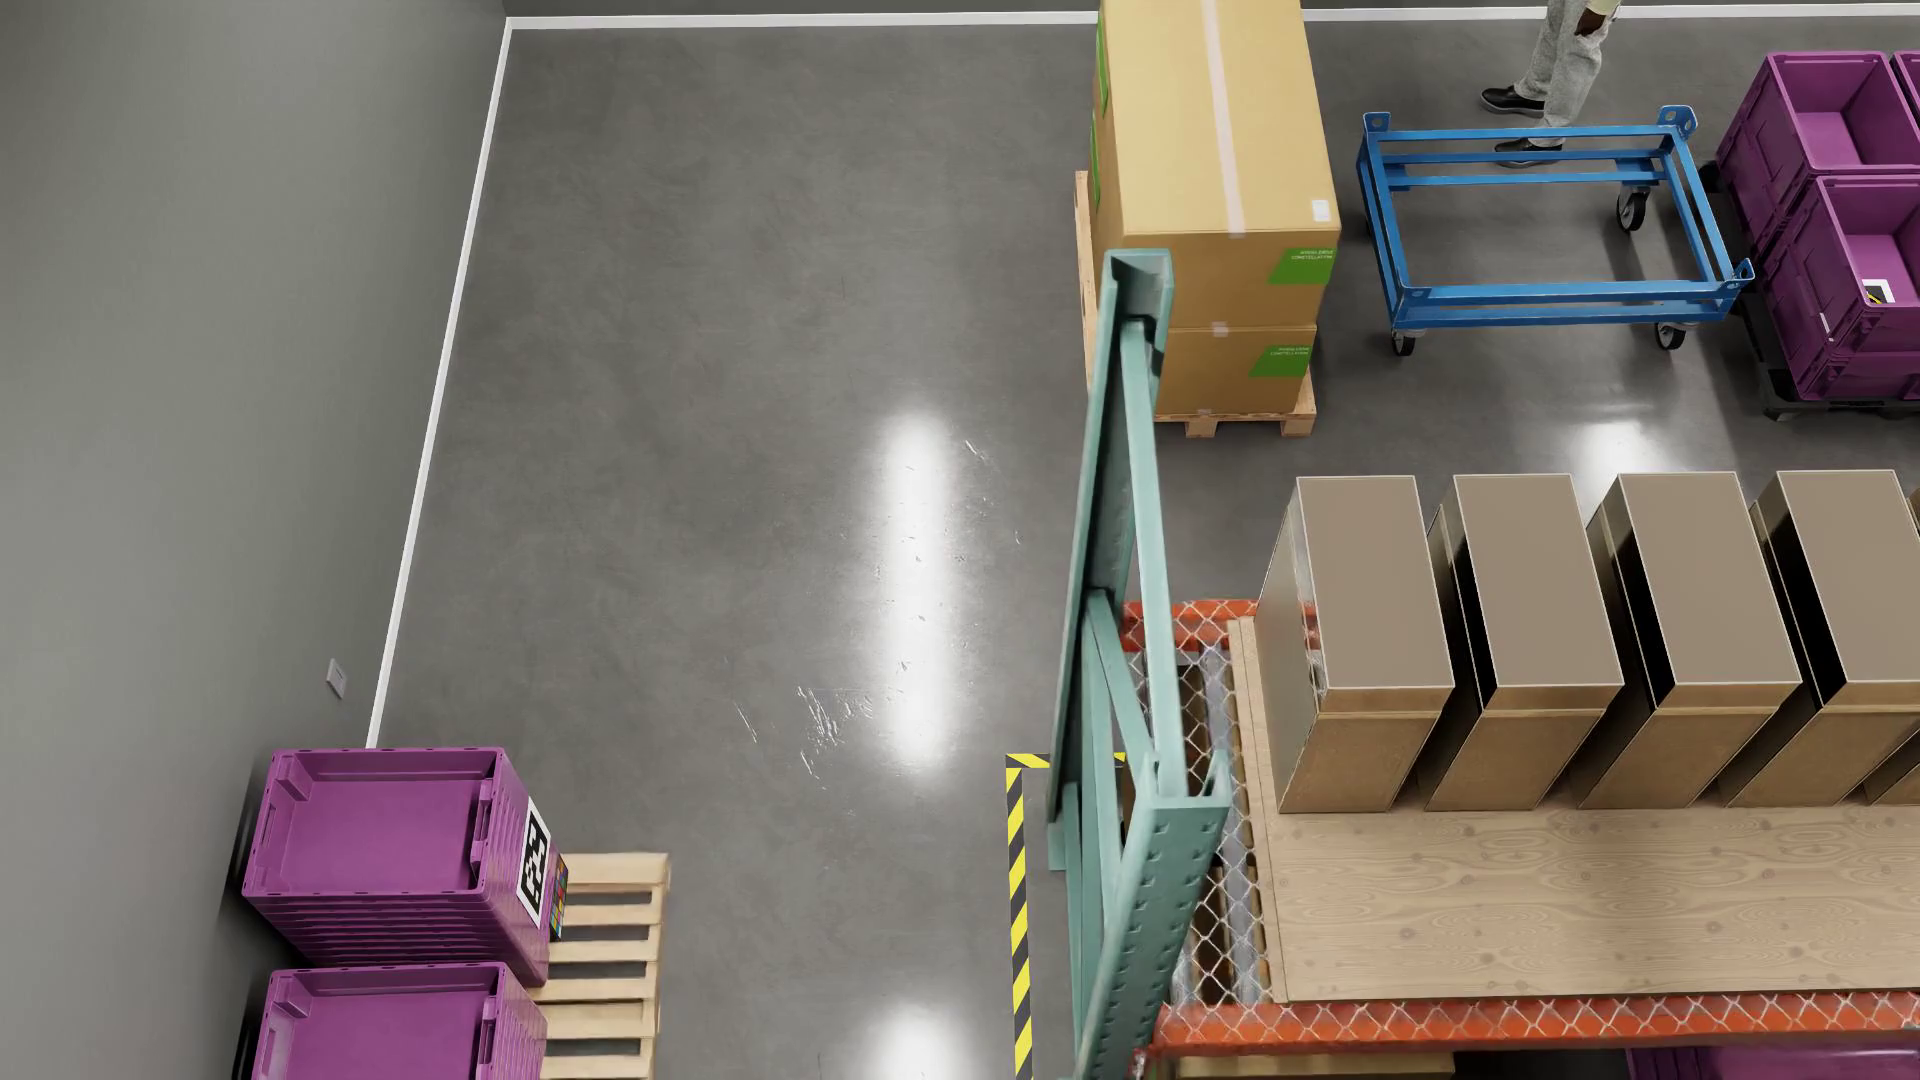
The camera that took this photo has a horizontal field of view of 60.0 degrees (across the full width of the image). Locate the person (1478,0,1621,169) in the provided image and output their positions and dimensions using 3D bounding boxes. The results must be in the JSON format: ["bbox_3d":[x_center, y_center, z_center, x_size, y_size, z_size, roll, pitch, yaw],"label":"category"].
[{"bbox_3d":[2.312,-2.149,6.079,0.403,1.835,0.587,2,58,1],"label":"person"}]
